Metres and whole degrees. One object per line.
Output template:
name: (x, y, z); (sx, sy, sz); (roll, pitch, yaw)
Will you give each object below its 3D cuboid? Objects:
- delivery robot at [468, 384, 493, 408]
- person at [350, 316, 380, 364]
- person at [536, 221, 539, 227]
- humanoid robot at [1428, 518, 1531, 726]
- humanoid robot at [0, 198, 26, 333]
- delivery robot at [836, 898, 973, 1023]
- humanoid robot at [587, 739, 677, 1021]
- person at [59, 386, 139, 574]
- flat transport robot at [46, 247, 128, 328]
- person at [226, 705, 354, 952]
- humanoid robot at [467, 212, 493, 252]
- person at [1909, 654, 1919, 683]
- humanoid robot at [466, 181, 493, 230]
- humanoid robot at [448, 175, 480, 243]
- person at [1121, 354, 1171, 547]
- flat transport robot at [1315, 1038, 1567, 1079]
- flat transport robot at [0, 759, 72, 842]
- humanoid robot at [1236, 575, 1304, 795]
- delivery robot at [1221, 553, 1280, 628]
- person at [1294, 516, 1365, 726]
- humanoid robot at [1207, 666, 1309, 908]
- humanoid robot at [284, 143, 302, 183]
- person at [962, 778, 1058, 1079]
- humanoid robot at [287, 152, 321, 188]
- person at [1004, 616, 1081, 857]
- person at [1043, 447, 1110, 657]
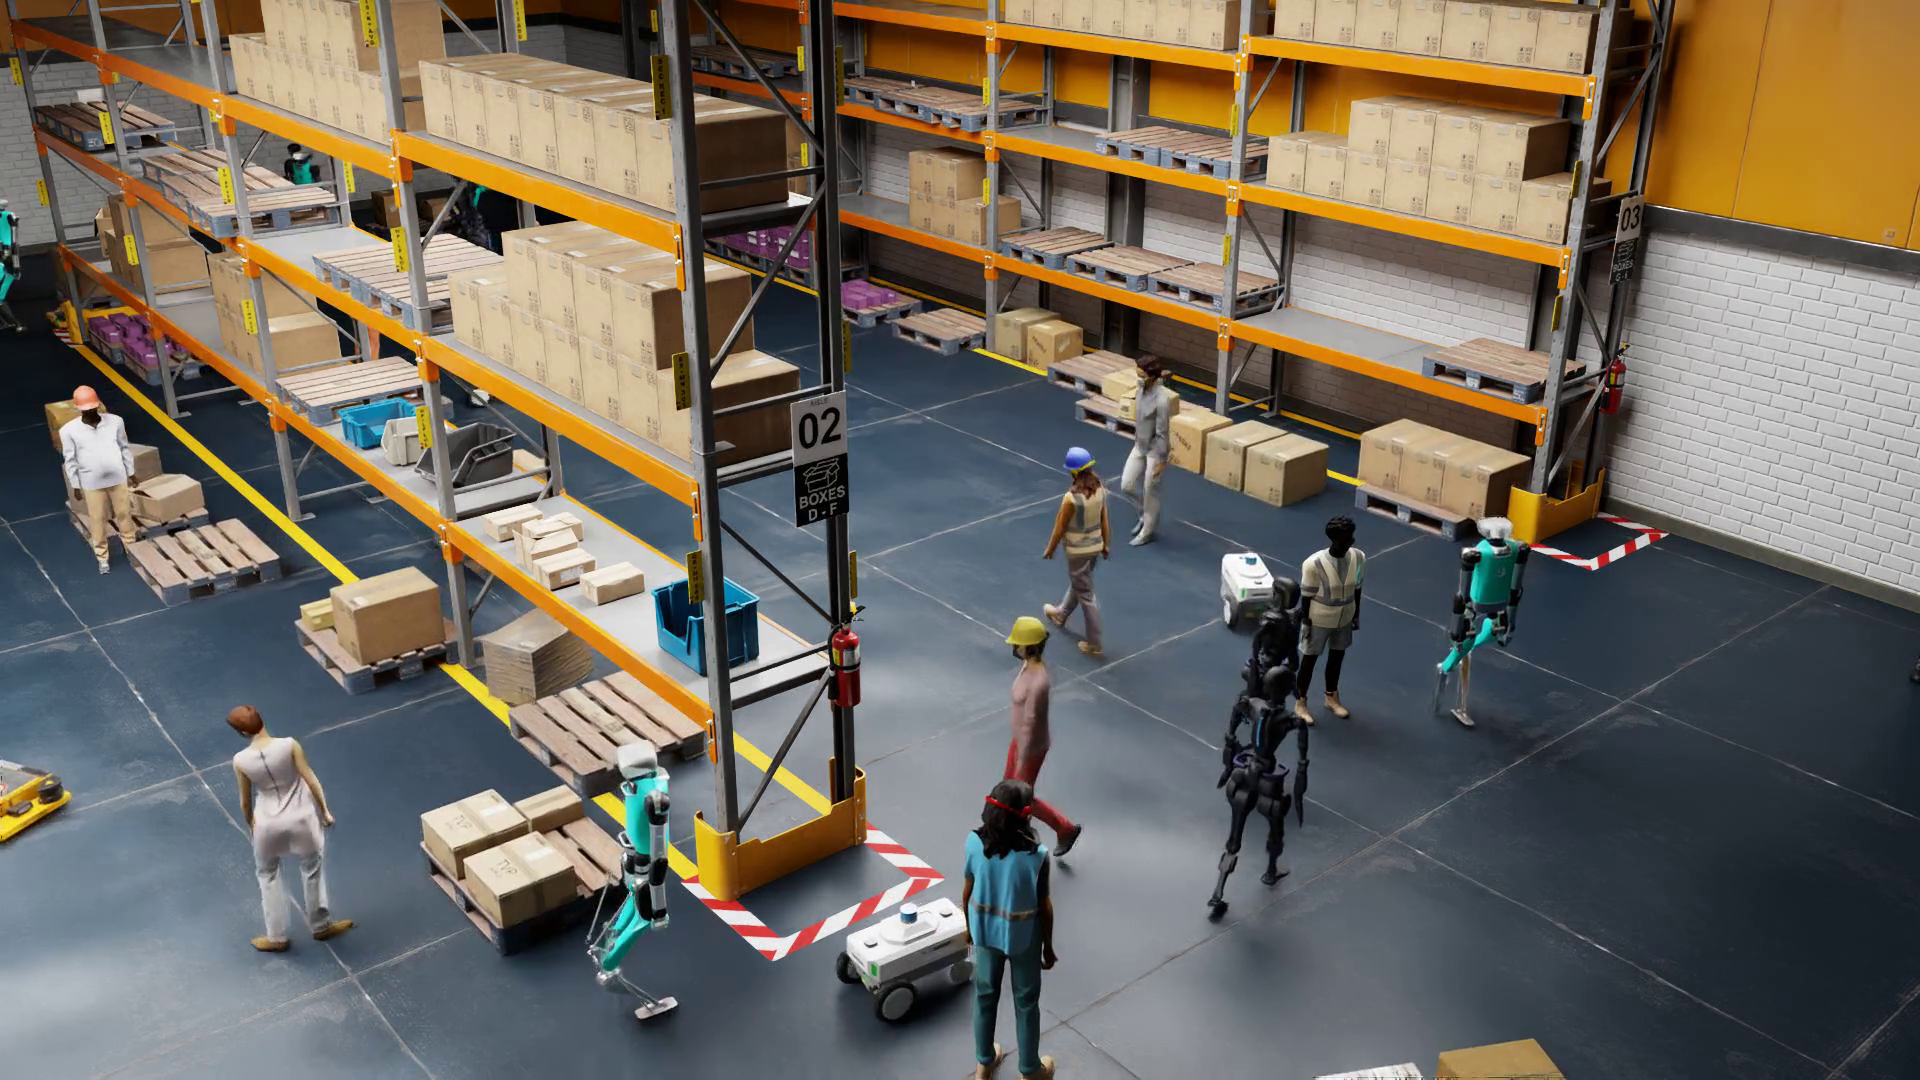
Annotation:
delivery robot: (-5.440, -1.892, 19.653); (0.773, 0.586, 0.499); (-3, 24, -8)
person: (-7.183, -2.720, 20.068); (0.506, 1.756, 0.321); (15, 28, 31)
person: (-5.169, -2.986, 20.494); (0.412, 1.908, 0.640); (14, 27, 29)
humanoid robot: (3.801, 0.644, 12.446); (0.540, 1.898, 0.711); (-6, 24, -13)
humanoid robot: (-12.830, -3.622, 22.144); (0.561, 1.741, 0.744); (13, 27, 28)
delivery robot: (-0.317, 2.413, 9.715); (0.805, 0.612, 0.499); (-15, 27, -31)
humanoid robot: (-1.885, 1.983, 9.220); (0.652, 1.821, 0.535); (-10, 25, -23)
person: (-7.762, -0.564, 15.076); (0.574, 1.749, 0.335); (-20, 30, -38)
flat transport robot: (-11.839, -3.219, 23.098); (1.431, 0.231, 0.659); (-19, 29, -36)
person: (-4.037, 1.715, 9.963); (0.602, 1.630, 0.287); (-5, 24, -11)
humanoid robot: (-6.358, -3.571, 22.177); (0.759, 1.621, 0.583); (5, 24, 12)
person: (7.808, 0.260, 12.960); (0.546, 1.924, 0.382); (14, 27, 30)
humanoid robot: (-8.030, -5.856, 27.392); (0.805, 1.797, 0.537); (13, 27, 28)
humanoid robot: (-7.401, -4.646, 24.651); (0.612, 1.635, 0.512); (14, 27, 30)
person: (1.769, -0.831, 15.534); (0.455, 1.885, 0.541); (-14, 27, -30)
flat transport robot: (2.365, 3.411, 7.744); (0.659, 0.231, 1.431); (-5, 24, -11)
flat transport robot: (-6.985, 1.759, 11.570); (1.431, 0.231, 0.659); (9, 25, 20)
humanoid robot: (2.093, 0.976, 11.605); (0.467, 1.632, 0.600); (21, 31, 40)
delivery robot: (2.497, 0.404, 14.336); (0.499, 0.586, 0.773); (-2, 23, -5)
person: (2.772, 0.591, 12.483); (0.534, 1.692, 0.320); (-9, 25, -19)
humanoid robot: (1.852, 1.539, 10.392); (0.611, 1.638, 0.792); (16, 28, 32)
humanoid robot: (-10.659, -5.533, 26.695); (0.604, 1.643, 0.568); (12, 26, 25)
person: (0.249, 2.098, 8.768); (0.521, 1.869, 0.394); (10, 25, 22)
humanoid robot: (-9.916, -5.223, 25.914); (0.560, 1.774, 0.962); (7, 24, 16)
person: (0.449, 1.304, 10.750); (0.643, 1.743, 0.546); (-1, 23, -3)
person: (0.919, 0.056, 13.658); (0.870, 1.734, 0.465); (21, 31, 40)
